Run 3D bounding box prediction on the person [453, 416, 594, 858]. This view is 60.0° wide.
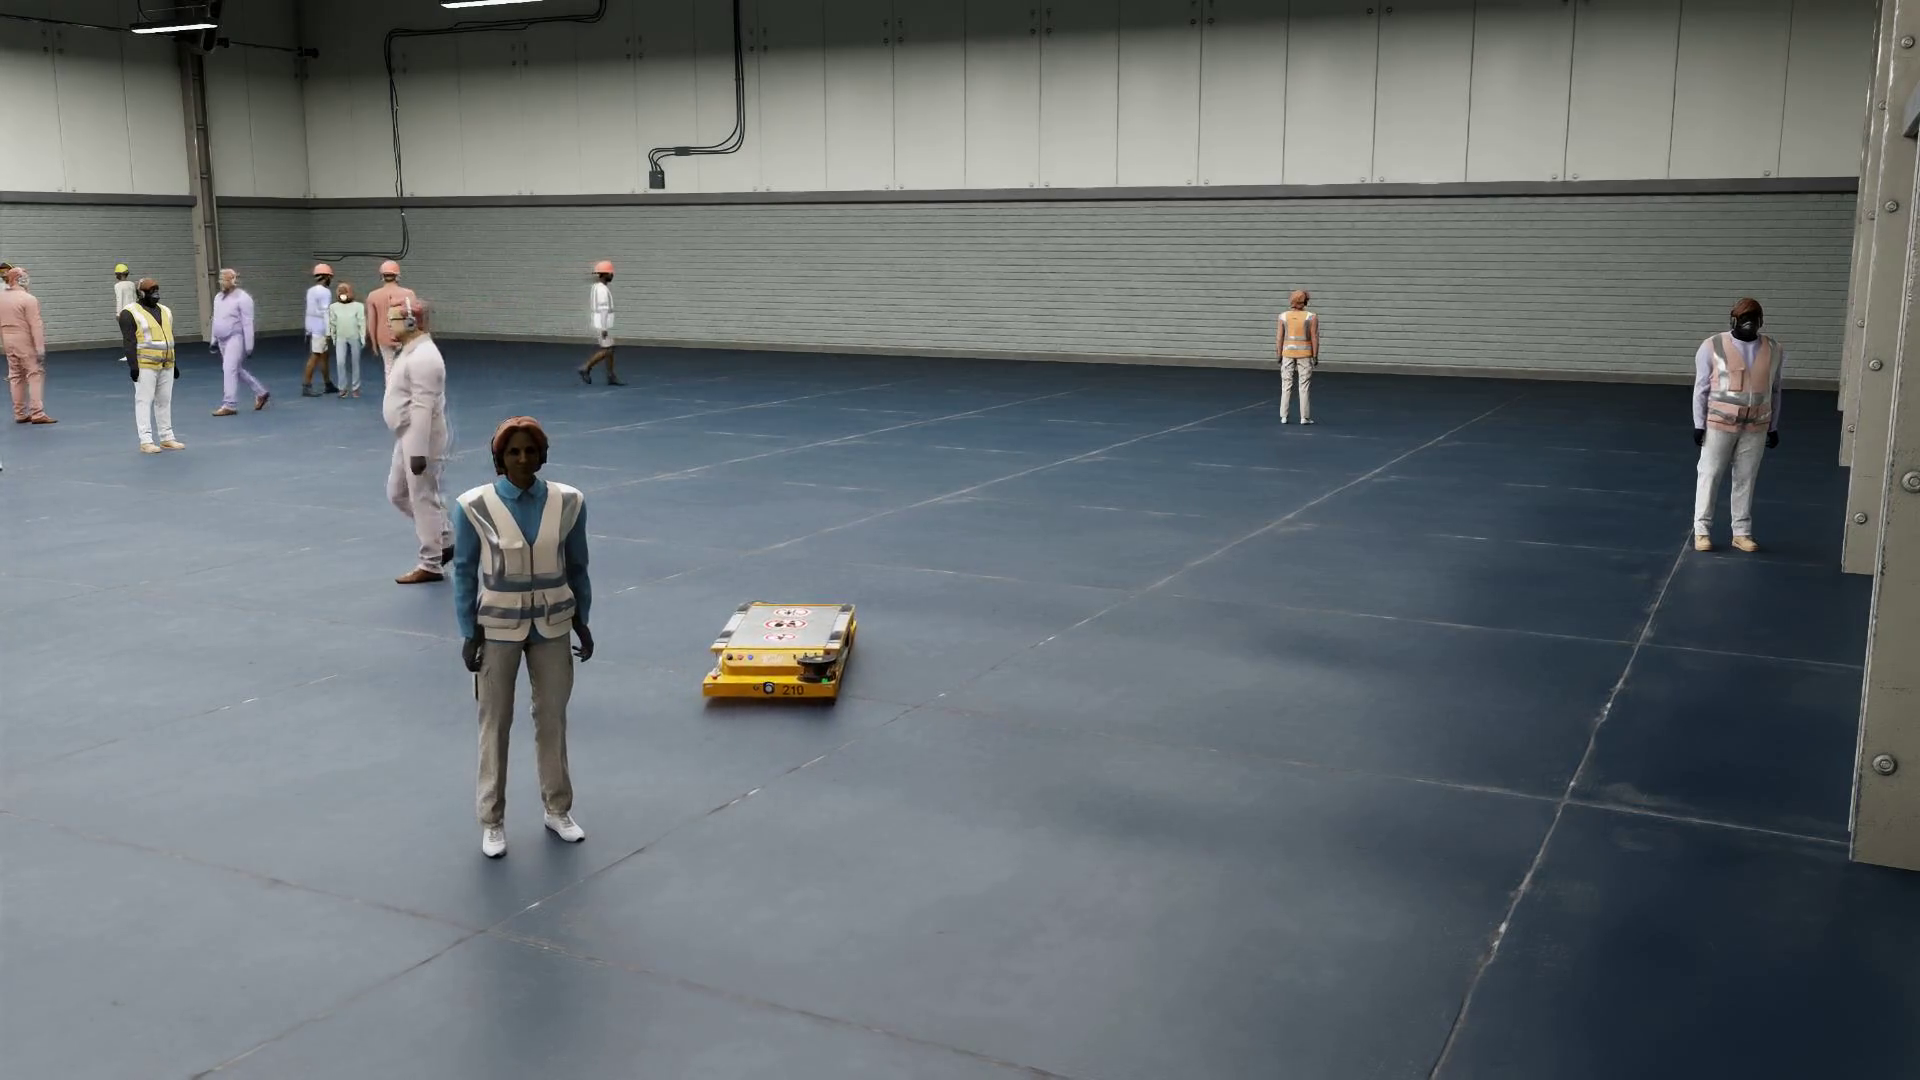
[{"bbox_3d":[-1.624,0.350,6.227,0.515,1.641,0.314,-6,12,-29],"label":"person"}]

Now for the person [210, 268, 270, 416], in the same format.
[{"bbox_3d":[-9.339,-2.563,21.459,0.642,1.880,0.868,7,13,34],"label":"person"}]

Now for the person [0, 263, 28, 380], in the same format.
[{"bbox_3d":[-15.012,-3.453,26.379,0.506,1.860,0.312,-1,10,-3],"label":"person"}]

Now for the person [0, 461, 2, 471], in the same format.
[{"bbox_3d":[-9.516,-1.506,16.006,0.319,1.767,0.534,-2,11,-9],"label":"person"}]

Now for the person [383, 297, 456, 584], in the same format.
[{"bbox_3d":[-3.595,-0.648,10.968,0.417,1.893,0.671,-5,11,-23],"label":"person"}]

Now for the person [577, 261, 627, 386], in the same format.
[{"bbox_3d":[-5.458,-3.277,25.271,0.642,1.920,0.545,-2,11,-13],"label":"person"}]

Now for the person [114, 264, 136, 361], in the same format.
[{"bbox_3d":[-15.323,-4.175,30.558,0.325,1.769,0.524,2,11,9],"label":"person"}]

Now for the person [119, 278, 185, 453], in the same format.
[{"bbox_3d":[-8.579,-1.856,17.701,0.429,1.846,0.625,4,11,21],"label":"person"}]

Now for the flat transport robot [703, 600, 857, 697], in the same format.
[{"bbox_3d":[-0.926,0.556,8.835,0.652,0.197,1.431,0,10,1],"label":"flat transport robot"}]

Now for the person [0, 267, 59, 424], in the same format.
[{"bbox_3d":[-11.417,-2.361,20.287,0.696,1.903,0.405,3,11,18],"label":"person"}]

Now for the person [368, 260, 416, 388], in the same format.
[{"bbox_3d":[-7.129,-2.528,20.987,0.642,1.980,0.470,-1,10,-3],"label":"person"}]

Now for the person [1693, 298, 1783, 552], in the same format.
[{"bbox_3d":[5.656,-0.829,12.110,0.621,1.845,0.429,1,10,4],"label":"person"}]

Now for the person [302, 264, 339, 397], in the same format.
[{"bbox_3d":[-9.234,-3.010,23.927,0.713,1.892,0.618,-9,14,-42],"label":"person"}]

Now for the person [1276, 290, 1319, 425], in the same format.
[{"bbox_3d":[4.102,-2.215,20.217,0.522,1.639,0.306,5,12,26],"label":"person"}]

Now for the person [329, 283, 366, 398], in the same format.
[{"bbox_3d":[-8.651,-2.803,23.491,0.503,1.613,0.663,-2,11,-10],"label":"person"}]
